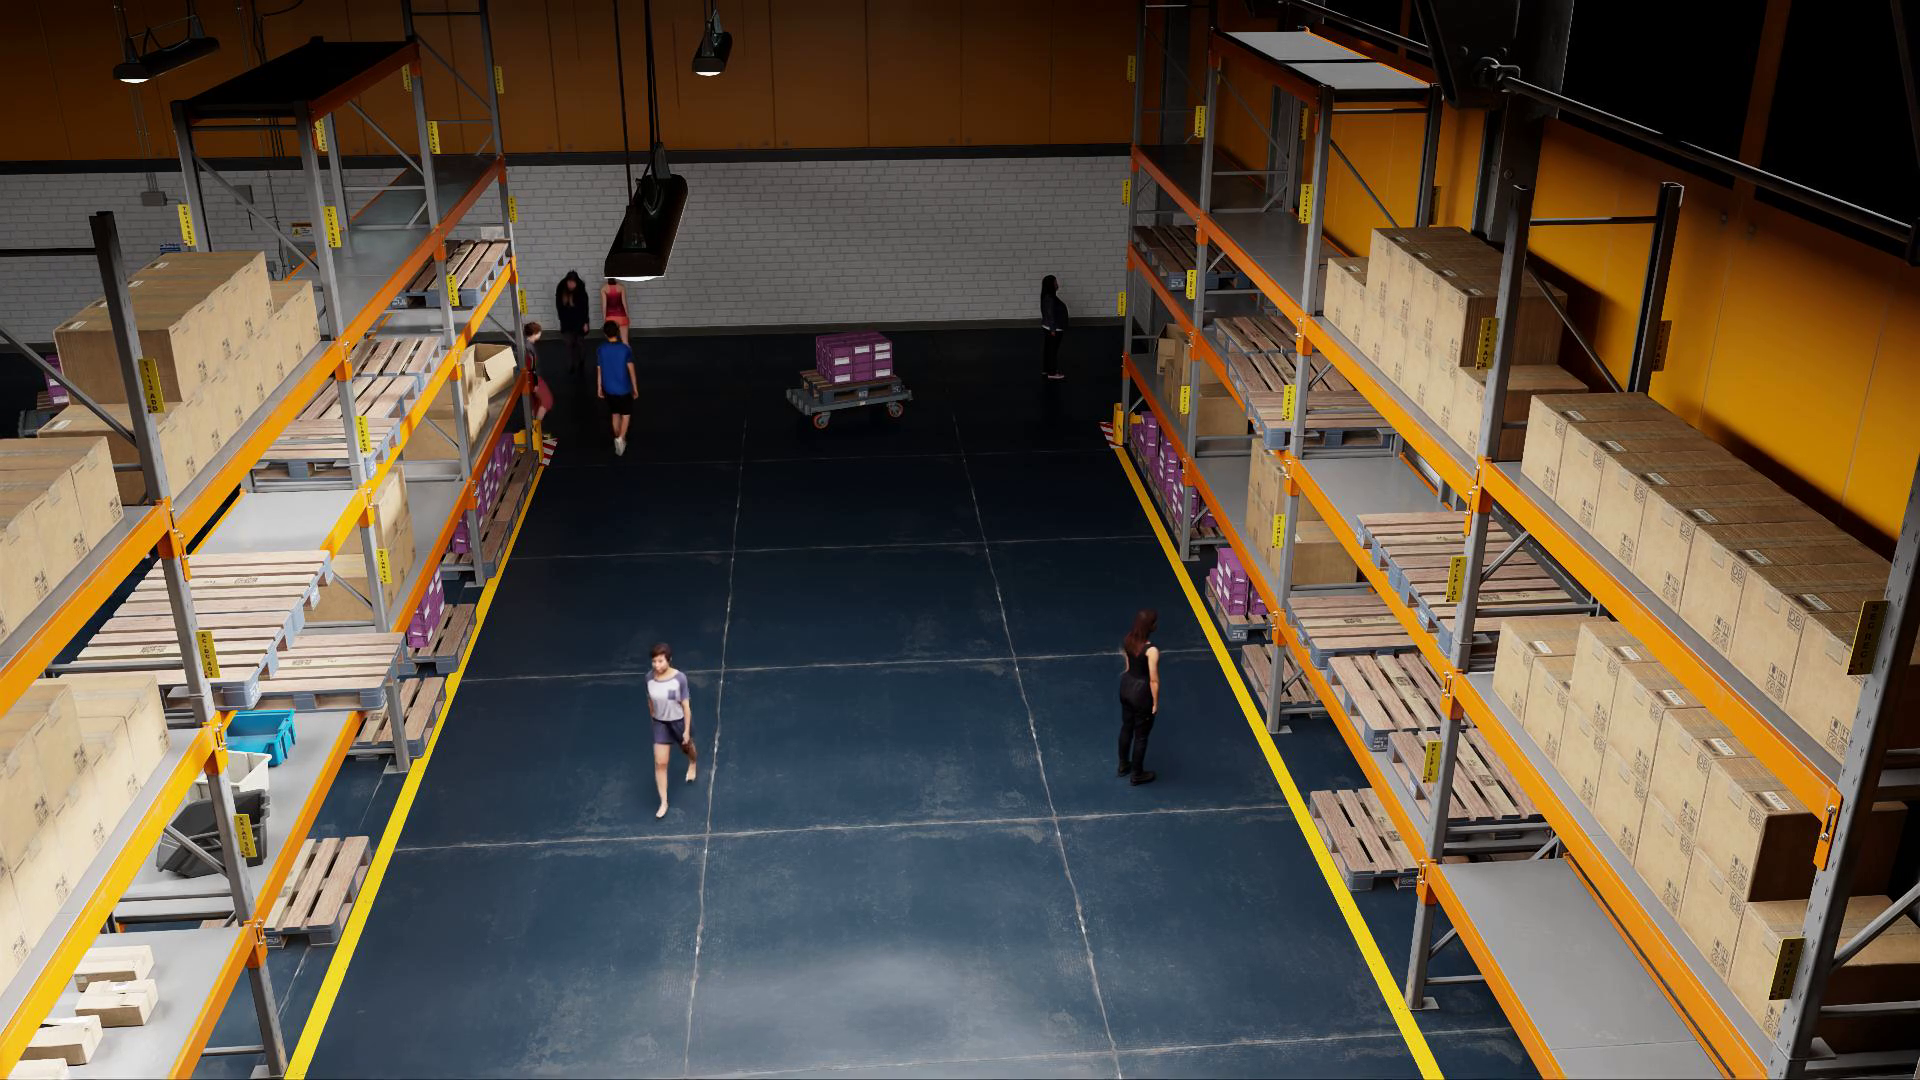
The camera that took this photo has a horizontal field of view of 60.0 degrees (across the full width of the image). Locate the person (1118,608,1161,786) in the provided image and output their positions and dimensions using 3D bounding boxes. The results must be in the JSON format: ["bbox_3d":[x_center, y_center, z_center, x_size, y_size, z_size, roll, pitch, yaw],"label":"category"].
[{"bbox_3d":[1.584,1.377,14.754,0.723,1.688,0.630,-16,28,-32],"label":"person"}]

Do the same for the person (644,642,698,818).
[{"bbox_3d":[-2.491,1.565,14.539,0.671,1.515,1.111,2,24,4],"label":"person"}]

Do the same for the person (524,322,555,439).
[{"bbox_3d":[-5.982,-2.175,22.944,0.770,1.635,0.680,-10,26,-23],"label":"person"}]

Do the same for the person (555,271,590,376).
[{"bbox_3d":[-5.960,-3.375,25.700,0.698,1.627,0.887,2,24,5],"label":"person"}]

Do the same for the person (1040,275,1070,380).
[{"bbox_3d":[1.409,-3.275,25.509,0.759,1.597,0.632,-5,24,-12],"label":"person"}]

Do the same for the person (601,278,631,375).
[{"bbox_3d":[-5.291,-3.386,25.573,0.578,1.749,0.575,-4,24,-9],"label":"person"}]

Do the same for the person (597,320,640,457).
[{"bbox_3d":[-4.598,-1.996,22.275,0.752,1.843,0.969,-1,24,-2],"label":"person"}]
